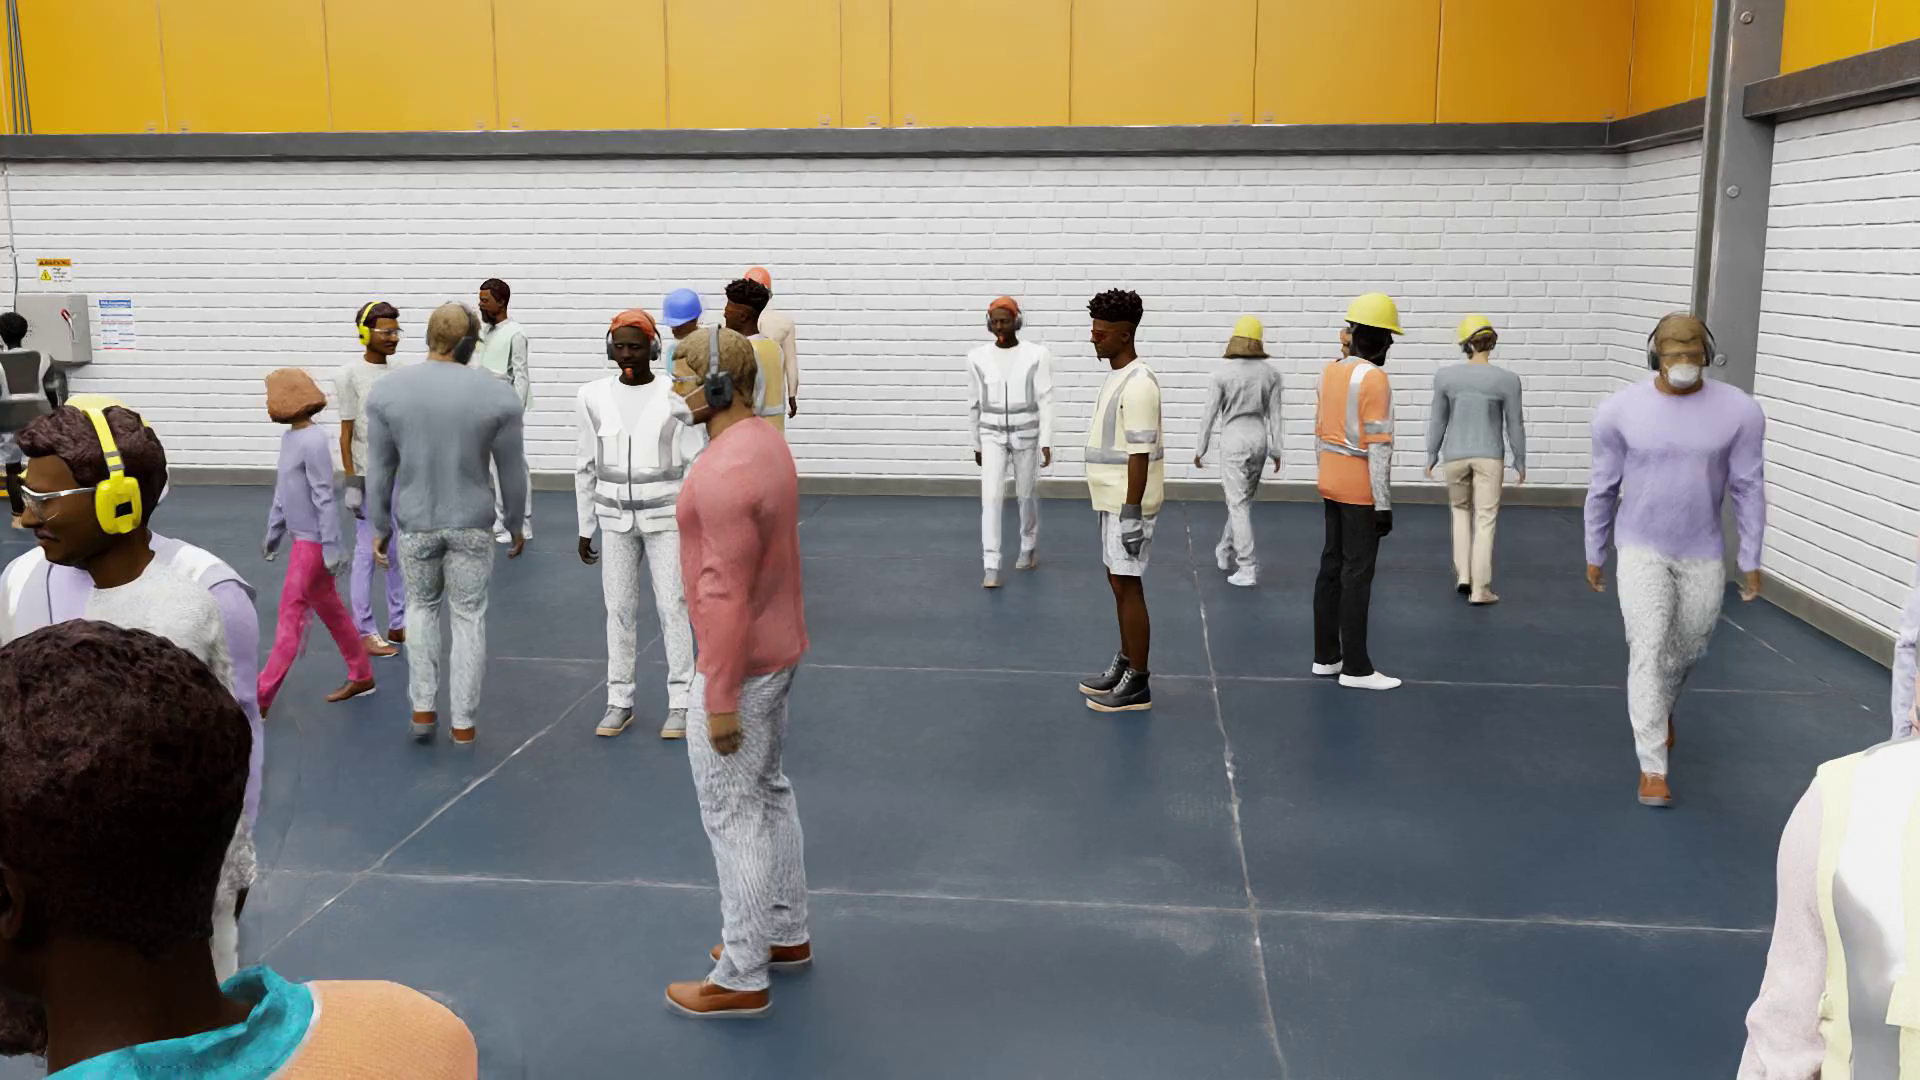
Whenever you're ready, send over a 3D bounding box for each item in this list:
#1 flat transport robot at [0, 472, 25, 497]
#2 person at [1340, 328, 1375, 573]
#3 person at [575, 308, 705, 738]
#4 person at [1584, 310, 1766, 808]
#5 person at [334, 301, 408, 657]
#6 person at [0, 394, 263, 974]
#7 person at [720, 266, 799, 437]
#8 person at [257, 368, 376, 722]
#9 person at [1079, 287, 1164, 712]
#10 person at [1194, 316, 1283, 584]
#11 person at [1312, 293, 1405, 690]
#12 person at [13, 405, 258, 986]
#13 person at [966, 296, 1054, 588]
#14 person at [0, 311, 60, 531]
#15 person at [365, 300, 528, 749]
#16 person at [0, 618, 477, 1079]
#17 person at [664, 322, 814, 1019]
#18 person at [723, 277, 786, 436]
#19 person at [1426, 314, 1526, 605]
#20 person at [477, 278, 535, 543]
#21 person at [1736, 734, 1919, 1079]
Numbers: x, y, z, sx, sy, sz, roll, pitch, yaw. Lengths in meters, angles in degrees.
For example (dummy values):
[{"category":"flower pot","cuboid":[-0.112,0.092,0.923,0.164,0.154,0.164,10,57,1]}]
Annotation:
[{"category":"flat transport robot","cuboid":[-8.744,-0.504,14.360,1.431,0.197,0.652,8,12,37]},{"category":"person","cuboid":[2.574,-0.564,10.792,0.311,1.638,0.521,5,11,28]},{"category":"person","cuboid":[-1.391,-0.066,7.267,0.581,1.879,0.344,1,10,6]},{"category":"person","cuboid":[2.817,0.033,6.628,0.647,1.905,0.910,2,10,14]},{"category":"person","cuboid":[-3.042,-0.319,8.764,0.323,1.861,0.515,5,11,27]},{"category":"person","cuboid":[-1.757,0.612,3.492,0.590,1.837,0.404,2,10,10]},{"category":"person","cuboid":[-1.587,-1.151,13.134,0.626,1.992,0.387,-2,10,-11]},{"category":"person","cuboid":[-3.074,0.016,7.615,0.720,1.591,0.519,-6,12,-31]},{"category":"person","cuboid":[0.753,-0.184,7.716,0.374,1.958,0.607,-1,10,-4]},{"category":"person","cuboid":[1.805,-0.588,10.765,0.538,1.689,0.886,-2,10,-13]},{"category":"person","cuboid":[1.941,-0.236,8.112,0.382,1.919,0.584,-3,10,-16]},{"category":"person","cuboid":[-1.477,0.677,3.071,0.322,1.862,0.505,-9,13,-42]},{"category":"person","cuboid":[0.333,-0.657,10.775,0.581,1.847,0.964,1,10,8]},{"category":"person","cuboid":[-6.972,-0.867,12.415,0.537,1.675,0.735,-8,13,-40]},{"category":"person","cuboid":[-2.184,-0.067,7.168,0.646,1.922,0.605,-1,10,-8]},{"category":"person","cuboid":[-0.581,0.987,1.262,0.994,1.872,0.609,3,10,14]},{"category":"person","cuboid":[-0.624,0.360,4.670,0.384,1.932,0.636,1,10,6]},{"category":"person","cuboid":[-1.214,-0.530,9.655,0.365,1.966,0.608,3,10,14]},{"category":"person","cuboid":[3.130,-0.486,10.070,0.584,1.729,0.531,6,12,31]},{"category":"person","cuboid":[-3.342,-0.948,12.188,0.391,1.920,0.593,-9,13,-42]},{"category":"person","cuboid":[1.173,0.898,1.841,0.621,1.845,0.429,6,12,32]}]
